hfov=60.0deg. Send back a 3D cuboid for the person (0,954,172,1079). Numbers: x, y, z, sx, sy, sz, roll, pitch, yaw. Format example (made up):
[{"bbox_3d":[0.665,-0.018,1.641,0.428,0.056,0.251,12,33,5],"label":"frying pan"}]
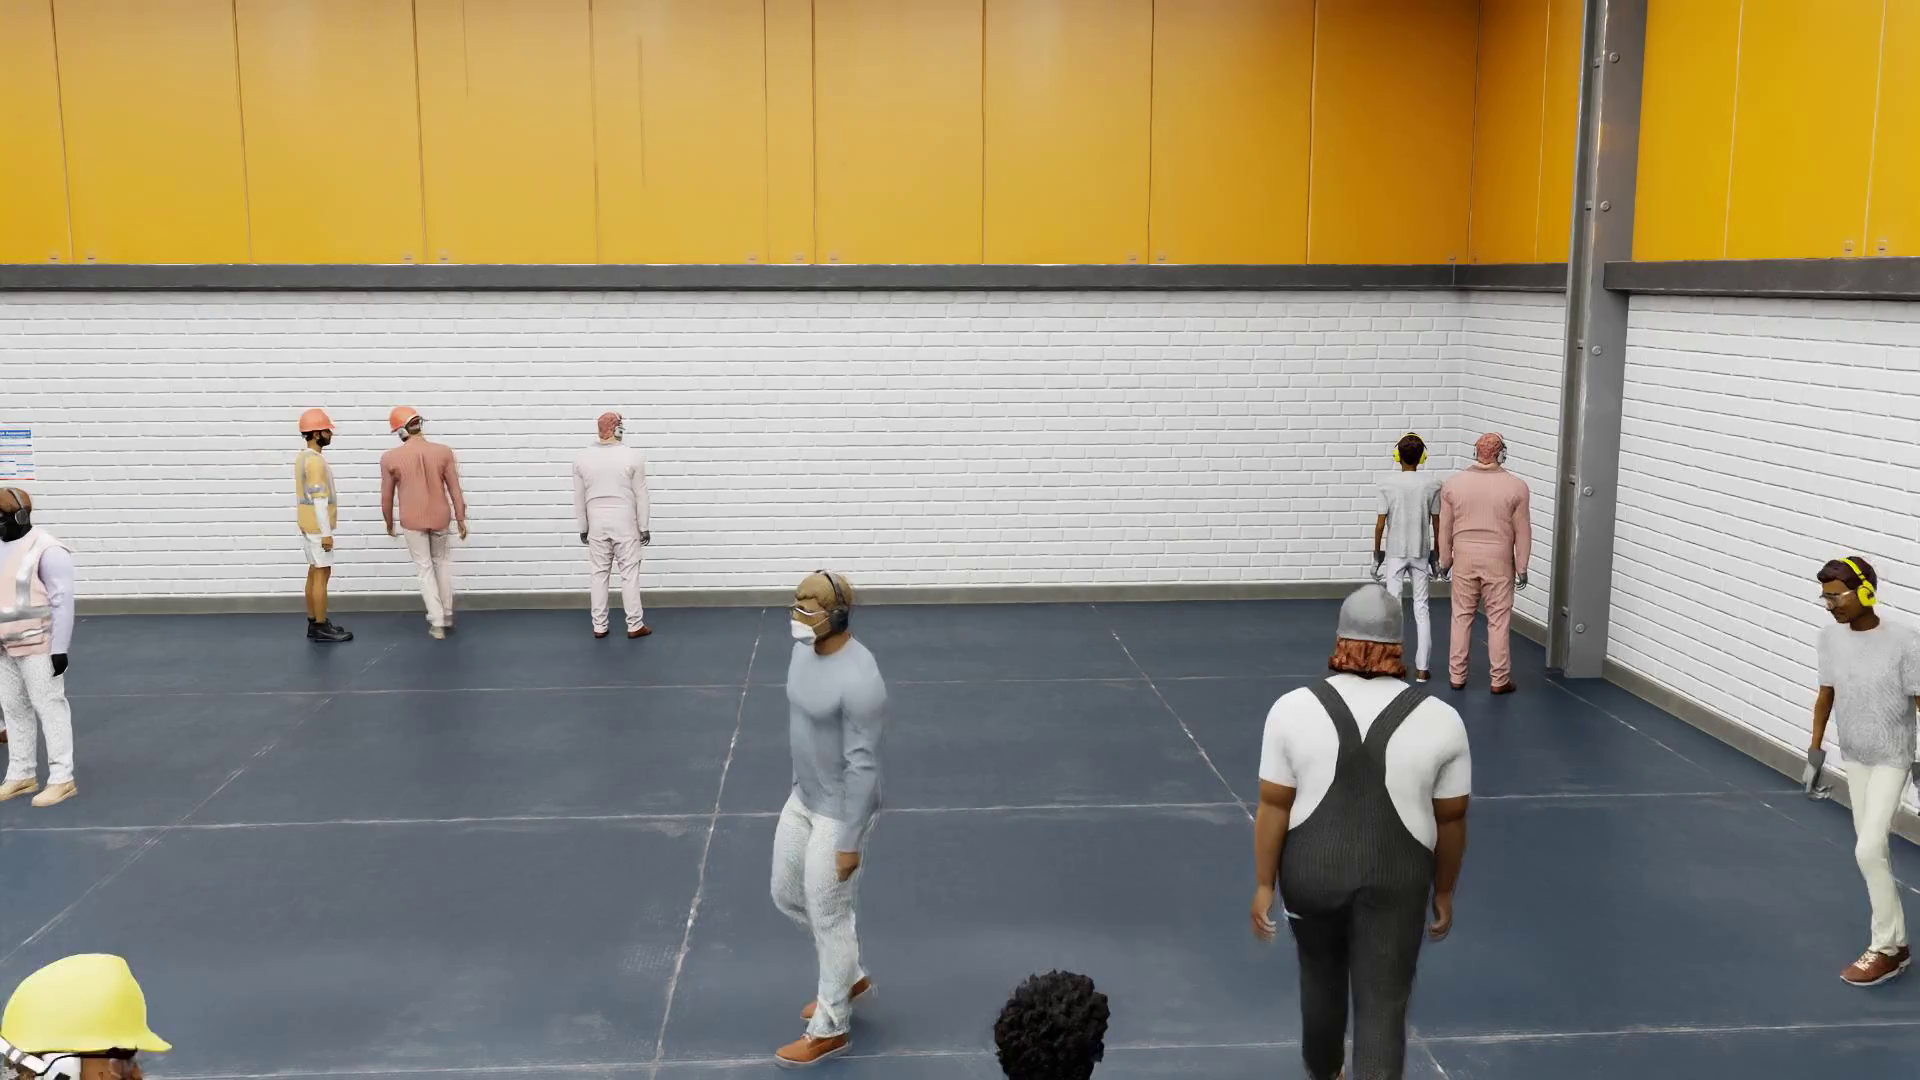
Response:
[{"bbox_3d":[-1.665,1.673,3.036,0.404,1.787,0.657,1,9,5],"label":"person"}]

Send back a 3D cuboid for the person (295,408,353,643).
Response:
[{"bbox_3d":[-5.288,-0.118,13.784,0.367,1.938,0.548,-6,11,-31],"label":"person"}]

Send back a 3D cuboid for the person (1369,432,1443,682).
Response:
[{"bbox_3d":[3.327,0.133,12.415,0.521,1.873,0.334,1,9,7],"label":"person"}]

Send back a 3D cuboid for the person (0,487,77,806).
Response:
[{"bbox_3d":[-5.375,0.607,9.534,0.633,1.839,0.429,3,10,19],"label":"person"}]

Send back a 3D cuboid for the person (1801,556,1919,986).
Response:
[{"bbox_3d":[3.920,0.985,7.188,0.606,1.823,0.605,-3,10,-21],"label":"person"}]

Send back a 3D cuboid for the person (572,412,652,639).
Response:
[{"bbox_3d":[-2.885,-0.118,13.902,0.636,1.902,0.406,1,9,7],"label":"person"}]

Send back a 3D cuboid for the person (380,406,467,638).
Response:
[{"bbox_3d":[-4.561,-0.163,14.050,0.648,1.943,0.731,-7,11,-35],"label":"person"}]

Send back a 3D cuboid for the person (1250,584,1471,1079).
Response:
[{"bbox_3d":[1.356,1.124,5.661,0.707,2.000,1.045,2,9,15],"label":"person"}]

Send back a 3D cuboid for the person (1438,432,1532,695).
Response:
[{"bbox_3d":[3.818,0.165,12.100,0.650,1.906,0.401,5,10,30],"label":"person"}]

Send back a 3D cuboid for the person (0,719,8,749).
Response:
[{"bbox_3d":[-6.229,0.411,10.522,0.659,1.915,0.469,9,12,43],"label":"person"}]

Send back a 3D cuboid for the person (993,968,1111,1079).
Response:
[{"bbox_3d":[0.170,1.671,3.334,0.557,1.678,0.403,6,11,32],"label":"person"}]

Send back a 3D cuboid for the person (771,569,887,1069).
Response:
[{"bbox_3d":[-0.534,1.058,6.424,0.463,1.929,0.673,-5,10,-28],"label":"person"}]
